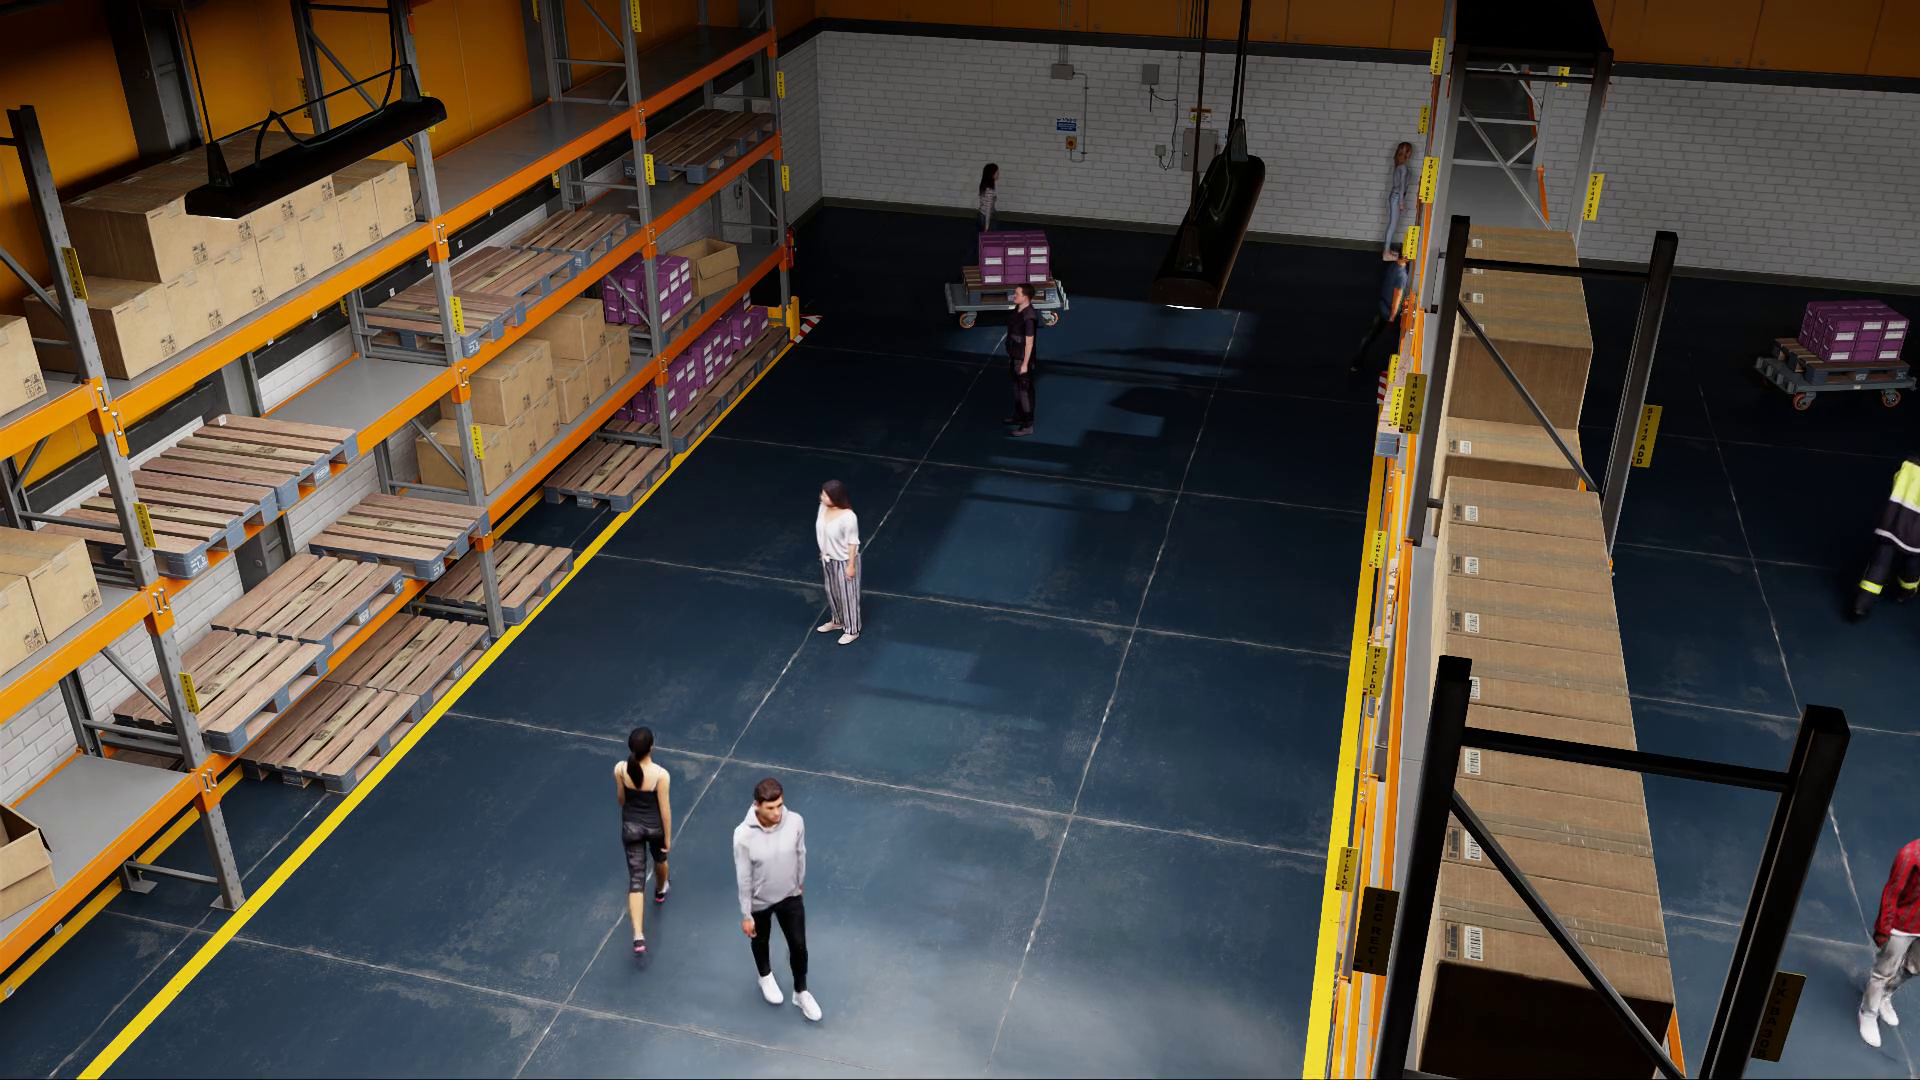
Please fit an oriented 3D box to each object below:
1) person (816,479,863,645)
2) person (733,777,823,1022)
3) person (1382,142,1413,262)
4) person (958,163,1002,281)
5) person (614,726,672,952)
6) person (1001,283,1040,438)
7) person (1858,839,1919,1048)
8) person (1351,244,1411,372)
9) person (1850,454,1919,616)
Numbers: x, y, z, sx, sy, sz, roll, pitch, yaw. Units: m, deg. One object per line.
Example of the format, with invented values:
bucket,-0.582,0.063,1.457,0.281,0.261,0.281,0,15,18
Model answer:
person,-1.115,0.166,15.508,0.818,1.682,0.787,-21,35,-34
person,-1.331,2.345,11.281,0.945,1.905,1.013,-13,31,-22
person,6.580,-5.109,25.060,0.676,1.795,0.498,3,29,5
person,0.286,-4.530,24.067,1.116,1.729,1.129,-12,31,-21
person,-2.276,2.150,11.874,0.761,1.680,1.209,0,29,0
person,0.737,-2.151,19.585,0.855,1.846,0.723,-7,29,-13
person,6.336,2.493,11.071,0.794,1.845,0.836,-2,29,-5
person,5.358,-2.895,21.058,1.094,1.742,1.235,-6,29,-11
person,8.948,-0.119,15.779,1.422,1.924,1.260,-21,35,-34
